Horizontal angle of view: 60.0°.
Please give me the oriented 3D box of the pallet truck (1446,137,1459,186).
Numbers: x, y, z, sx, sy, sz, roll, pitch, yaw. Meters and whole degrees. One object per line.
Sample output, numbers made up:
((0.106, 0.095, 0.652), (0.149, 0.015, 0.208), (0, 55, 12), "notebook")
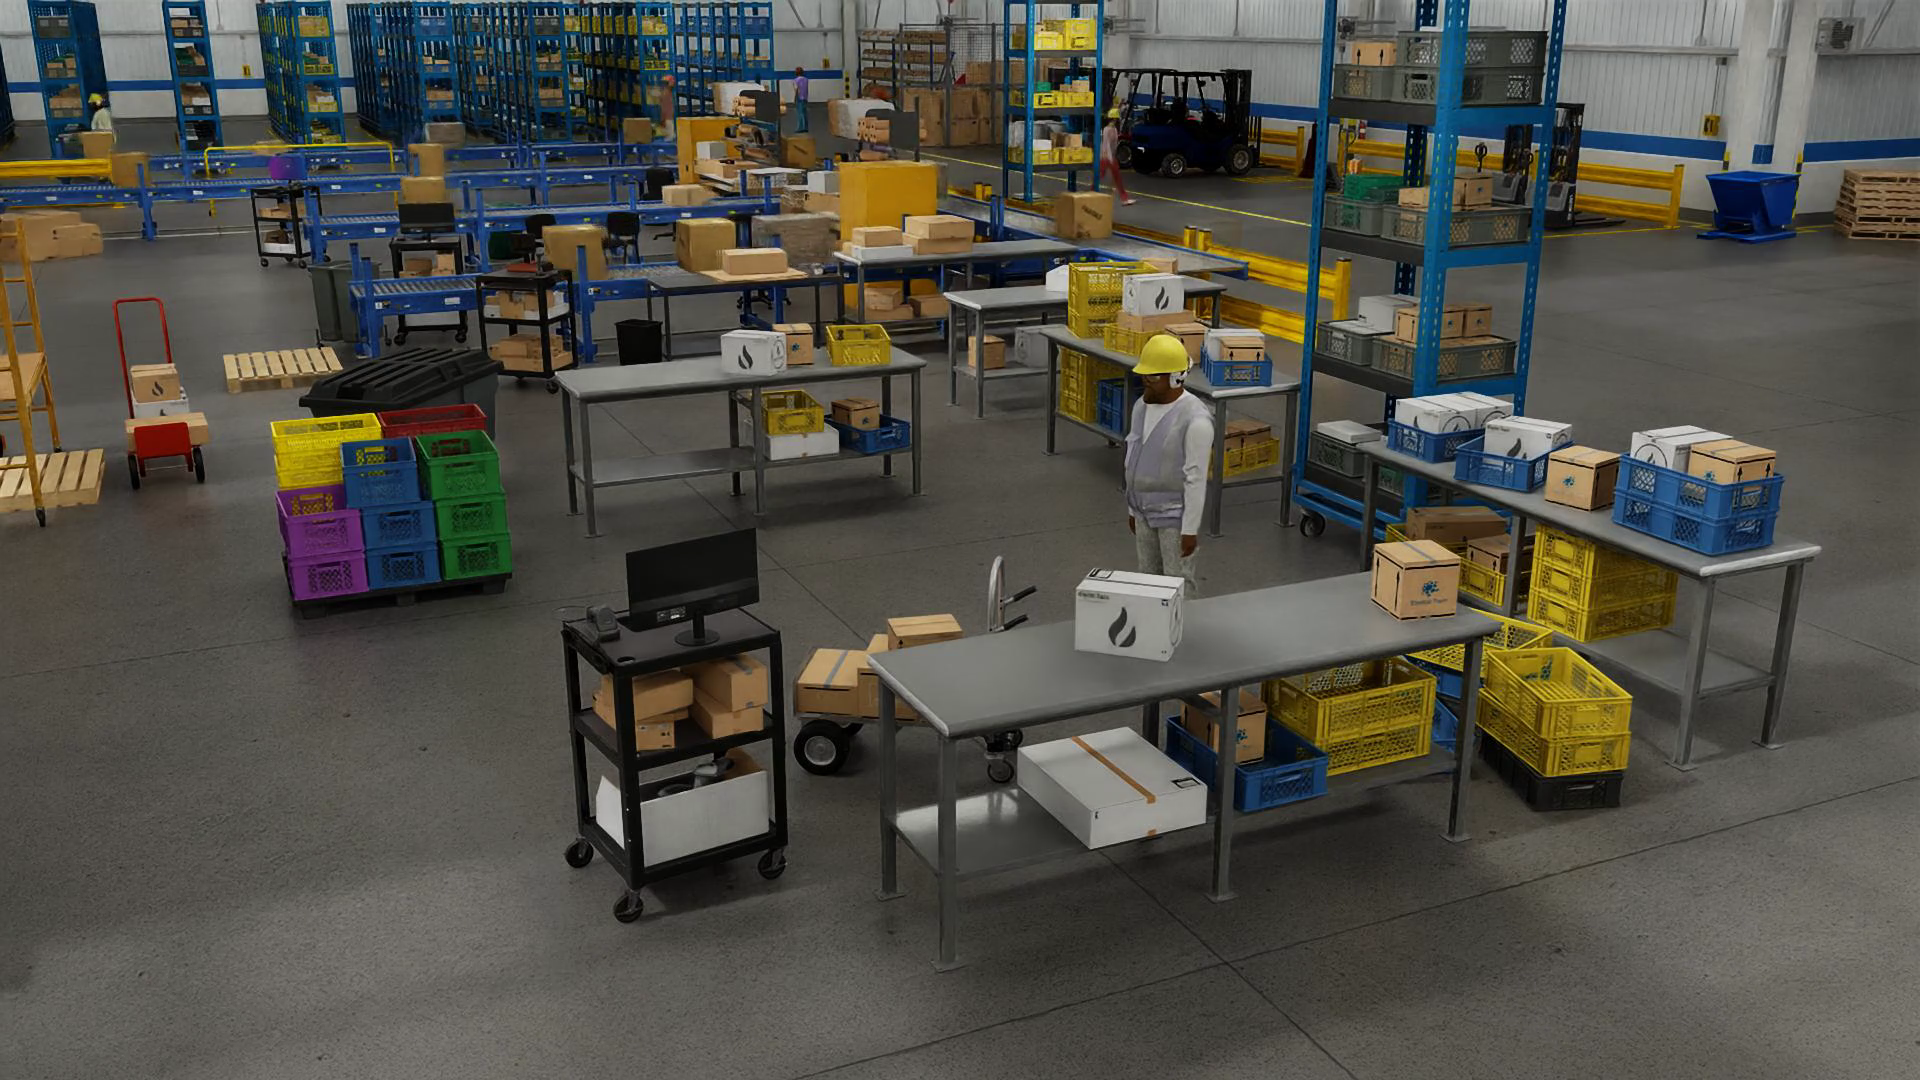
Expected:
((9.184, -6.485, 29.328), (1.630, 1.274, 0.653), (-8, 19, -23), "pallet truck")

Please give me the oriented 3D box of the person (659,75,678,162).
((-6.753, -9.791, 38.676), (0.434, 1.954, 0.649), (2, 18, 6), "person")

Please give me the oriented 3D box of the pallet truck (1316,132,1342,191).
((7.723, -7.504, 32.656), (1.601, 1.201, 0.680), (-8, 19, -23), "pallet truck")

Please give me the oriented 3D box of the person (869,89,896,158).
((-1.405, -7.239, 30.537), (0.616, 2.024, 0.845), (-10, 20, -28), "person")

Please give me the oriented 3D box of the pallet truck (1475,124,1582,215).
((9.707, -6.455, 28.103), (1.885, 1.965, 0.823), (-7, 19, -20), "pallet truck")

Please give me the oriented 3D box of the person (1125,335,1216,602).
((1.040, -0.150, 8.535), (0.404, 1.824, 0.586), (-10, 20, -29), "person")

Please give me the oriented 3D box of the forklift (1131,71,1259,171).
((4.998, -8.936, 35.413), (2.680, 1.987, 1.157), (-9, 20, -25), "forklift")

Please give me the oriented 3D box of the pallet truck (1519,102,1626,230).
((9.972, -6.037, 26.785), (1.885, 1.965, 0.823), (-9, 20, -25), "pallet truck")

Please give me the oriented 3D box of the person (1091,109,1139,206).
((2.715, -6.770, 29.551), (0.907, 1.722, 0.544), (10, 20, 28), "person")

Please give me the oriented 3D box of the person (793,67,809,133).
((-4.588, -12.713, 48.059), (0.389, 1.848, 0.563), (13, 22, 36), "person")

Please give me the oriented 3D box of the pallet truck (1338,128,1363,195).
((7.845, -7.140, 31.411), (1.522, 1.261, 0.704), (-9, 20, -25), "pallet truck")

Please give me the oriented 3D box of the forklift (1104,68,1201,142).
((4.082, -9.564, 37.410), (2.680, 1.987, 1.157), (-8, 19, -23), "forklift")

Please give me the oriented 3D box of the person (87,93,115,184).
((-17.191, -7.988, 33.231), (0.591, 1.812, 0.605), (-14, 22, -37), "person")
